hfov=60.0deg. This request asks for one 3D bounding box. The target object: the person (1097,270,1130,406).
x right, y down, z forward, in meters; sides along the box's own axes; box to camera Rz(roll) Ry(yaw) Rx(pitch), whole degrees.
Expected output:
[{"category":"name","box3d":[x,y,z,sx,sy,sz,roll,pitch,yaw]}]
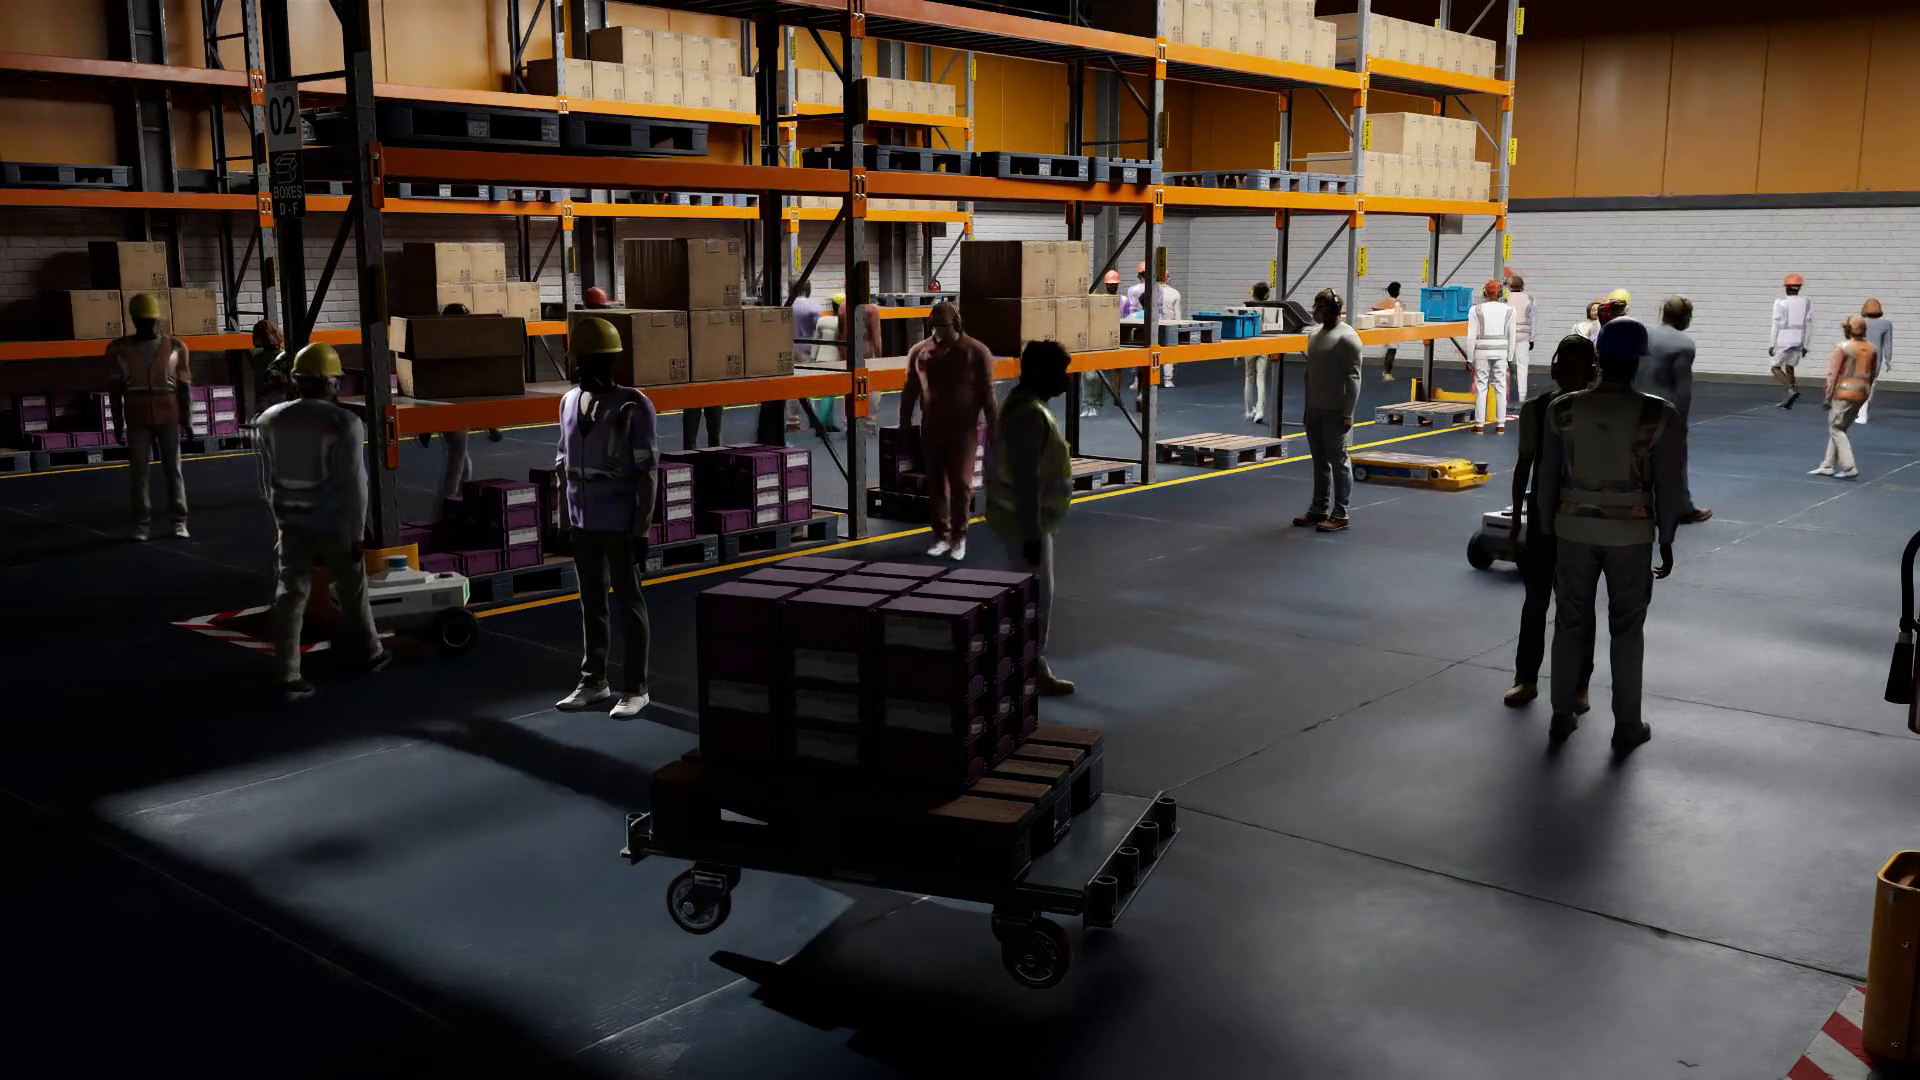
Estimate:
[{"category":"person","box3d":[2.155,-2.866,23.720,0.545,1.938,0.357,-1,10,-5]}]

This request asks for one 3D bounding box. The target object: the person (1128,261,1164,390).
[{"category":"person","box3d":[2.927,-3.398,26.451,0.605,2.044,0.374,-3,10,-17]}]

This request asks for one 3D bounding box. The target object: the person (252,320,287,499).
[{"category":"person","box3d":[-6.115,-1.150,14.845,0.494,1.624,0.285,7,12,33]}]

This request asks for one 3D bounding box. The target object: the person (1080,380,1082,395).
[{"category":"person","box3d":[1.745,-3.191,25.543,0.641,1.934,0.840,2,10,10]}]

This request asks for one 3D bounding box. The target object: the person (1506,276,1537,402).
[{"category":"person","box3d":[8.139,-2.950,24.469,0.624,1.844,0.430,2,10,12]}]

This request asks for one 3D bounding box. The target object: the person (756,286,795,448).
[{"category":"person","box3d":[-1.963,-1.836,18.032,0.621,1.869,0.788,10,14,43]}]

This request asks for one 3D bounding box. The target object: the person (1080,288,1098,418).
[{"category":"person","box3d":[1.679,-2.488,22.171,0.484,1.728,0.530,6,12,33]}]

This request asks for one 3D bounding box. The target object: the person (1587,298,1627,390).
[{"category":"person","box3d":[5.276,-1.065,13.718,0.388,1.848,0.564,5,11,28]}]

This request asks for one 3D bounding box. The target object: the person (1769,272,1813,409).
[{"category":"person","box3d":[11.576,-2.754,23.142,0.557,1.917,0.557,-1,10,-5]}]

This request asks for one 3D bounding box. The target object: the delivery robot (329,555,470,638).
[{"category":"delivery robot","box3d":[-3.101,0.327,9.206,0.707,0.478,0.477,-6,12,-32]}]

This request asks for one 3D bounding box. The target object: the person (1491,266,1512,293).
[{"category":"person","box3d":[8.568,-3.357,26.389,0.447,1.976,0.659,-1,10,-6]}]

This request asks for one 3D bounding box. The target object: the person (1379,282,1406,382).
[{"category":"person","box3d":[7.362,-3.524,28.183,0.507,1.684,0.539,-6,12,-32]}]

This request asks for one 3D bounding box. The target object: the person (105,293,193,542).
[{"category":"person","box3d":[-6.227,-0.937,12.818,0.584,1.915,0.426,-5,11,-25]}]

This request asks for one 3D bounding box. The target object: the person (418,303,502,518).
[{"category":"person","box3d":[-3.815,-0.897,12.828,0.507,1.830,0.847,6,12,33]}]

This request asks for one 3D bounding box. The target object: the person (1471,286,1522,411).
[{"category":"person","box3d":[7.449,-2.634,22.977,0.823,1.729,0.533,-1,10,-7]}]

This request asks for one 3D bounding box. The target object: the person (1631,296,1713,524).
[{"category":"person","box3d":[5.695,-1.038,13.539,0.885,1.868,0.652,-5,11,-28]}]

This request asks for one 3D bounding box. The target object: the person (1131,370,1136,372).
[{"category":"person","box3d":[3.482,-3.855,30.258,0.658,1.615,0.516,-5,11,-24]}]

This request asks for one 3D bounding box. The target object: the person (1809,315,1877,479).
[{"category":"person","box3d":[8.679,-1.405,16.315,0.576,1.606,0.554,-4,11,-22]}]

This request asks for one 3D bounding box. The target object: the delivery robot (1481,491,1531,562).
[{"category":"delivery robot","box3d":[3.984,-0.099,11.634,0.707,0.478,0.477,-7,12,-34]}]

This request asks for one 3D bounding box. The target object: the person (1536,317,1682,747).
[{"category":"person","box3d":[2.946,-0.036,7.576,0.617,1.946,0.397,7,12,33]}]

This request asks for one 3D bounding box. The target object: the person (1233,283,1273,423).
[{"category":"person","box3d":[3.843,-2.429,21.634,0.575,1.817,0.998,2,10,11]}]

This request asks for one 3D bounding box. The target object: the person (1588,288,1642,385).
[{"category":"person","box3d":[7.093,-1.805,18.008,0.624,1.815,0.459,8,13,38]}]

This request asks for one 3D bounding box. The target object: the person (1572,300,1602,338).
[{"category":"person","box3d":[7.497,-2.024,19.764,0.514,1.645,0.307,2,10,12]}]

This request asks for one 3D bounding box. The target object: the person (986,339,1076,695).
[{"category":"person","box3d":[0.282,-0.082,8.208,0.555,1.821,0.659,1,10,7]}]

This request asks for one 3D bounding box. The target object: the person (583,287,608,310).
[{"category":"person","box3d":[-3.416,-1.464,15.893,0.565,1.892,1.001,-6,12,-31]}]

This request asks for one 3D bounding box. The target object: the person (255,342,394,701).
[{"category":"person","box3d":[-3.262,-0.110,8.467,0.603,1.782,0.931,1,10,7]}]

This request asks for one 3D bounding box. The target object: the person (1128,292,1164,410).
[{"category":"person","box3d":[2.545,-2.619,23.133,0.560,1.674,0.758,4,11,22]}]

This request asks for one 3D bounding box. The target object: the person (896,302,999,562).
[{"category":"person","box3d":[-0.086,-0.776,12.001,0.717,1.870,0.608,3,10,18]}]

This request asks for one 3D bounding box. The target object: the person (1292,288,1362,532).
[{"category":"person","box3d":[2.949,-1.035,13.290,0.366,1.938,0.630,-4,11,-21]}]

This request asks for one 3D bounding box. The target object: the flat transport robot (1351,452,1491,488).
[{"category":"flat transport robot","box3d":[4.323,-0.695,16.098,1.431,0.197,0.652,9,14,42]}]

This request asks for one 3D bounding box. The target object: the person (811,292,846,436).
[{"category":"person","box3d":[-1.521,-2.113,20.040,0.523,1.715,0.666,8,13,38]}]

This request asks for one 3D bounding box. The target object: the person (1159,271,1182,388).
[{"category":"person","box3d":[3.265,-3.410,26.943,0.656,1.898,0.396,3,10,18]}]

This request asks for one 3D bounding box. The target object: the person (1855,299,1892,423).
[{"category":"person","box3d":[11.794,-2.331,21.654,0.523,1.592,0.775,2,10,10]}]

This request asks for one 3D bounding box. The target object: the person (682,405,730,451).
[{"category":"person","box3d":[-2.480,-1.469,16.066,0.591,1.833,0.403,-4,11,-19]}]

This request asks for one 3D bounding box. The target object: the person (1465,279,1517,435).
[{"category":"person","box3d":[6.417,-2.208,20.129,0.576,1.883,0.362,1,10,5]}]

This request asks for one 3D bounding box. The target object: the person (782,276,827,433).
[{"category":"person","box3d":[-1.863,-2.297,20.567,0.644,1.897,0.920,10,14,44]}]

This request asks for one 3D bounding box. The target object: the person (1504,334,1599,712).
[{"category":"person","box3d":[2.956,-0.081,8.127,0.517,1.842,0.325,5,11,28]}]

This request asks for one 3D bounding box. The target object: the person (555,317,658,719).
[{"category":"person","box3d":[-1.719,-0.106,8.033,0.587,1.928,0.362,5,11,28]}]

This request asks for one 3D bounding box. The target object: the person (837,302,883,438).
[{"category":"person","box3d":[-1.146,-2.191,19.790,0.657,1.959,0.553,7,12,34]}]
